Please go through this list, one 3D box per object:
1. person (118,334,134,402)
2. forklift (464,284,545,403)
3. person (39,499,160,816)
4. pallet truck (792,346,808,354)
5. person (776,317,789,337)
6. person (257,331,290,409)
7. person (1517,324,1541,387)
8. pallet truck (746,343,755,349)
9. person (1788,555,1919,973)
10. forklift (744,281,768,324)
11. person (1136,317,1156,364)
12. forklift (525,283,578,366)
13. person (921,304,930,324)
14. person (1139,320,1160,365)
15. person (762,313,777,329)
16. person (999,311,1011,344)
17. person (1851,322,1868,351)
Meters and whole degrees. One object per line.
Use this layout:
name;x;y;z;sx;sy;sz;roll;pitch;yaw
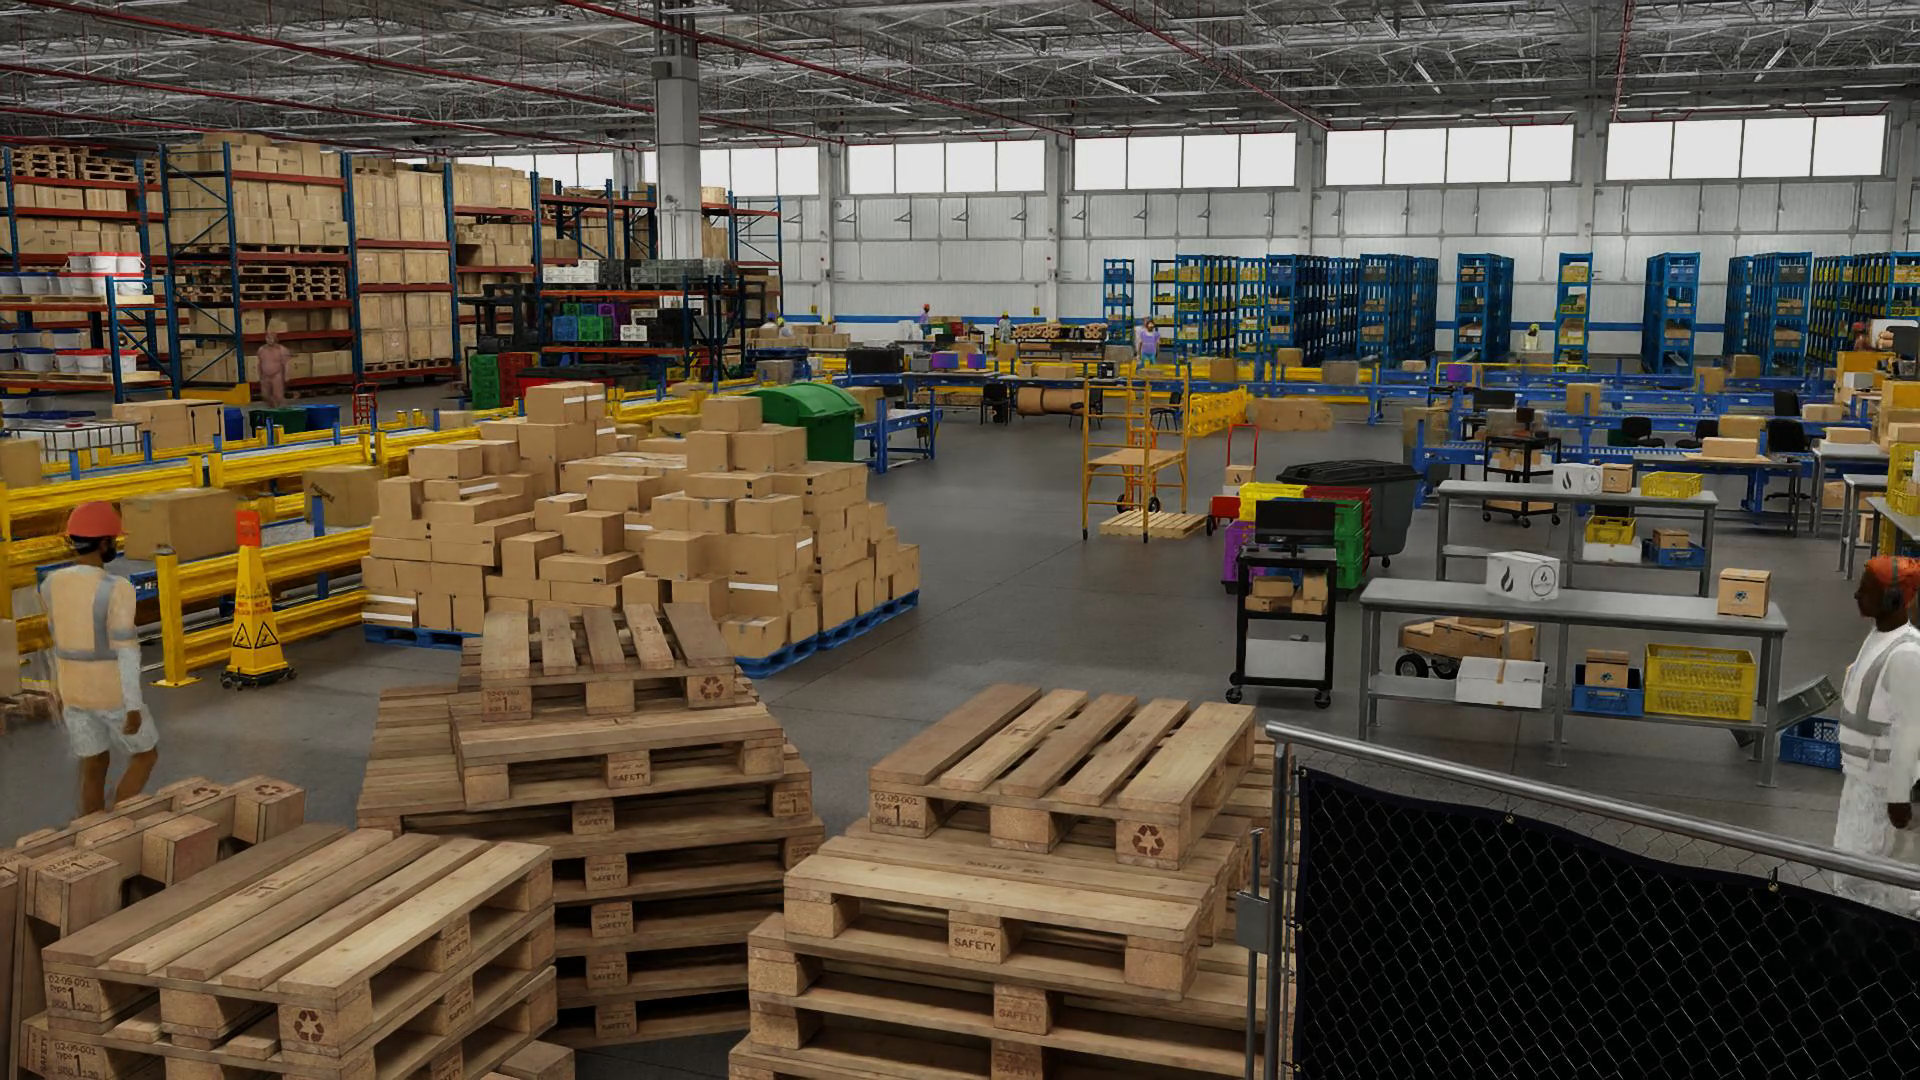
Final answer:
person;-19.965;-4.090;39.671;0.280;1.633;0.498;6;11;33
forklift;-10.832;-4.702;39.610;1.129;2.768;1.873;3;10;20
person;-4.308;0.755;8.370;0.541;1.923;0.392;2;9;14
pallet truck;-3.705;-4.298;42.022;0.653;1.274;1.630;3;10;20
person;-5.196;-5.560;48.321;0.422;1.818;0.615;4;10;25
person;-14.036;-3.319;33.989;0.660;1.908;0.402;1;9;4
person;14.728;-4.704;43.068;0.621;1.781;0.439;0;9;0
pallet truck;-6.183;-4.618;44.264;1.601;1.201;0.680;-9;12;-43
person;3.977;0.986;7.076;0.618;1.866;0.582;4;10;22
forklift;-7.146;-7.572;57.636;1.129;2.768;1.873;3;10;20
person;5.255;-5.312;46.646;0.661;1.860;0.998;-4;10;-22
forklift;-11.176;-5.525;44.778;1.129;2.768;1.873;3;10;20
person;-1.334;-8.400;65.858;0.817;1.911;0.557;4;10;26
person;5.040;-4.942;44.342;0.565;1.850;0.390;0;9;-2
person;-5.623;-5.869;50.014;0.656;1.893;0.998;3;10;21
person;1.649;-7.528;60.954;0.485;1.735;0.346;-4;10;-26
person;20.843;-4.051;38.400;0.794;1.971;0.624;5;10;28
